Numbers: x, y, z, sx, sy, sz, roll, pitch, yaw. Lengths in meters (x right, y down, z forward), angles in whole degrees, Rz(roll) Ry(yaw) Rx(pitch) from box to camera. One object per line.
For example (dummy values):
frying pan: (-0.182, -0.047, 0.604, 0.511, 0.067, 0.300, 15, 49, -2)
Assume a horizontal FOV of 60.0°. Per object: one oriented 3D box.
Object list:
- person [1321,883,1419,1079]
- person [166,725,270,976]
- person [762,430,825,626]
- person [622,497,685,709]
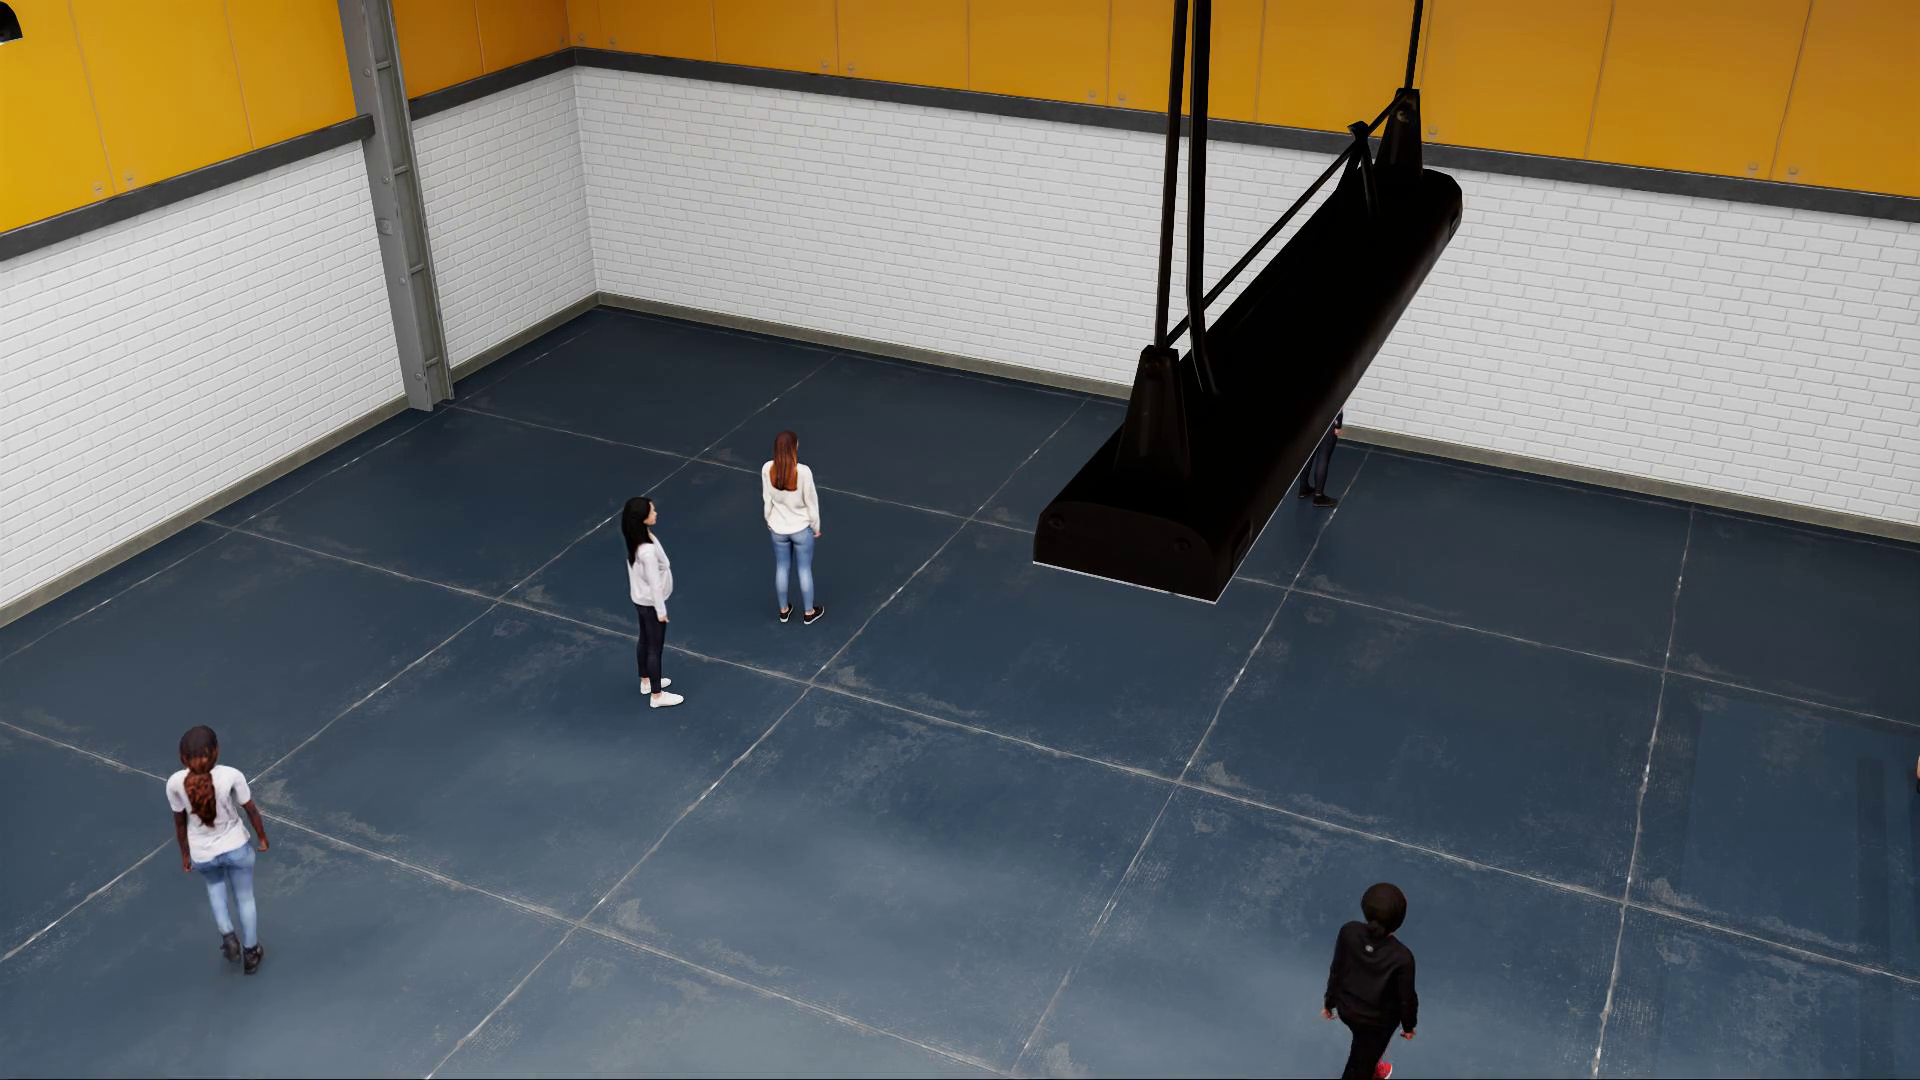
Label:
person: (2.060, 2.512, 8.591, 1.183, 1.631, 0.878, -25, 38, -38)
person: (-4.312, 1.861, 9.698, 0.744, 1.715, 0.796, -8, 30, -14)
person: (-1.342, -0.103, 13.321, 0.648, 1.692, 0.594, 8, 30, 14)
person: (-2.304, 0.439, 12.320, 0.738, 1.700, 0.700, -14, 32, -24)
